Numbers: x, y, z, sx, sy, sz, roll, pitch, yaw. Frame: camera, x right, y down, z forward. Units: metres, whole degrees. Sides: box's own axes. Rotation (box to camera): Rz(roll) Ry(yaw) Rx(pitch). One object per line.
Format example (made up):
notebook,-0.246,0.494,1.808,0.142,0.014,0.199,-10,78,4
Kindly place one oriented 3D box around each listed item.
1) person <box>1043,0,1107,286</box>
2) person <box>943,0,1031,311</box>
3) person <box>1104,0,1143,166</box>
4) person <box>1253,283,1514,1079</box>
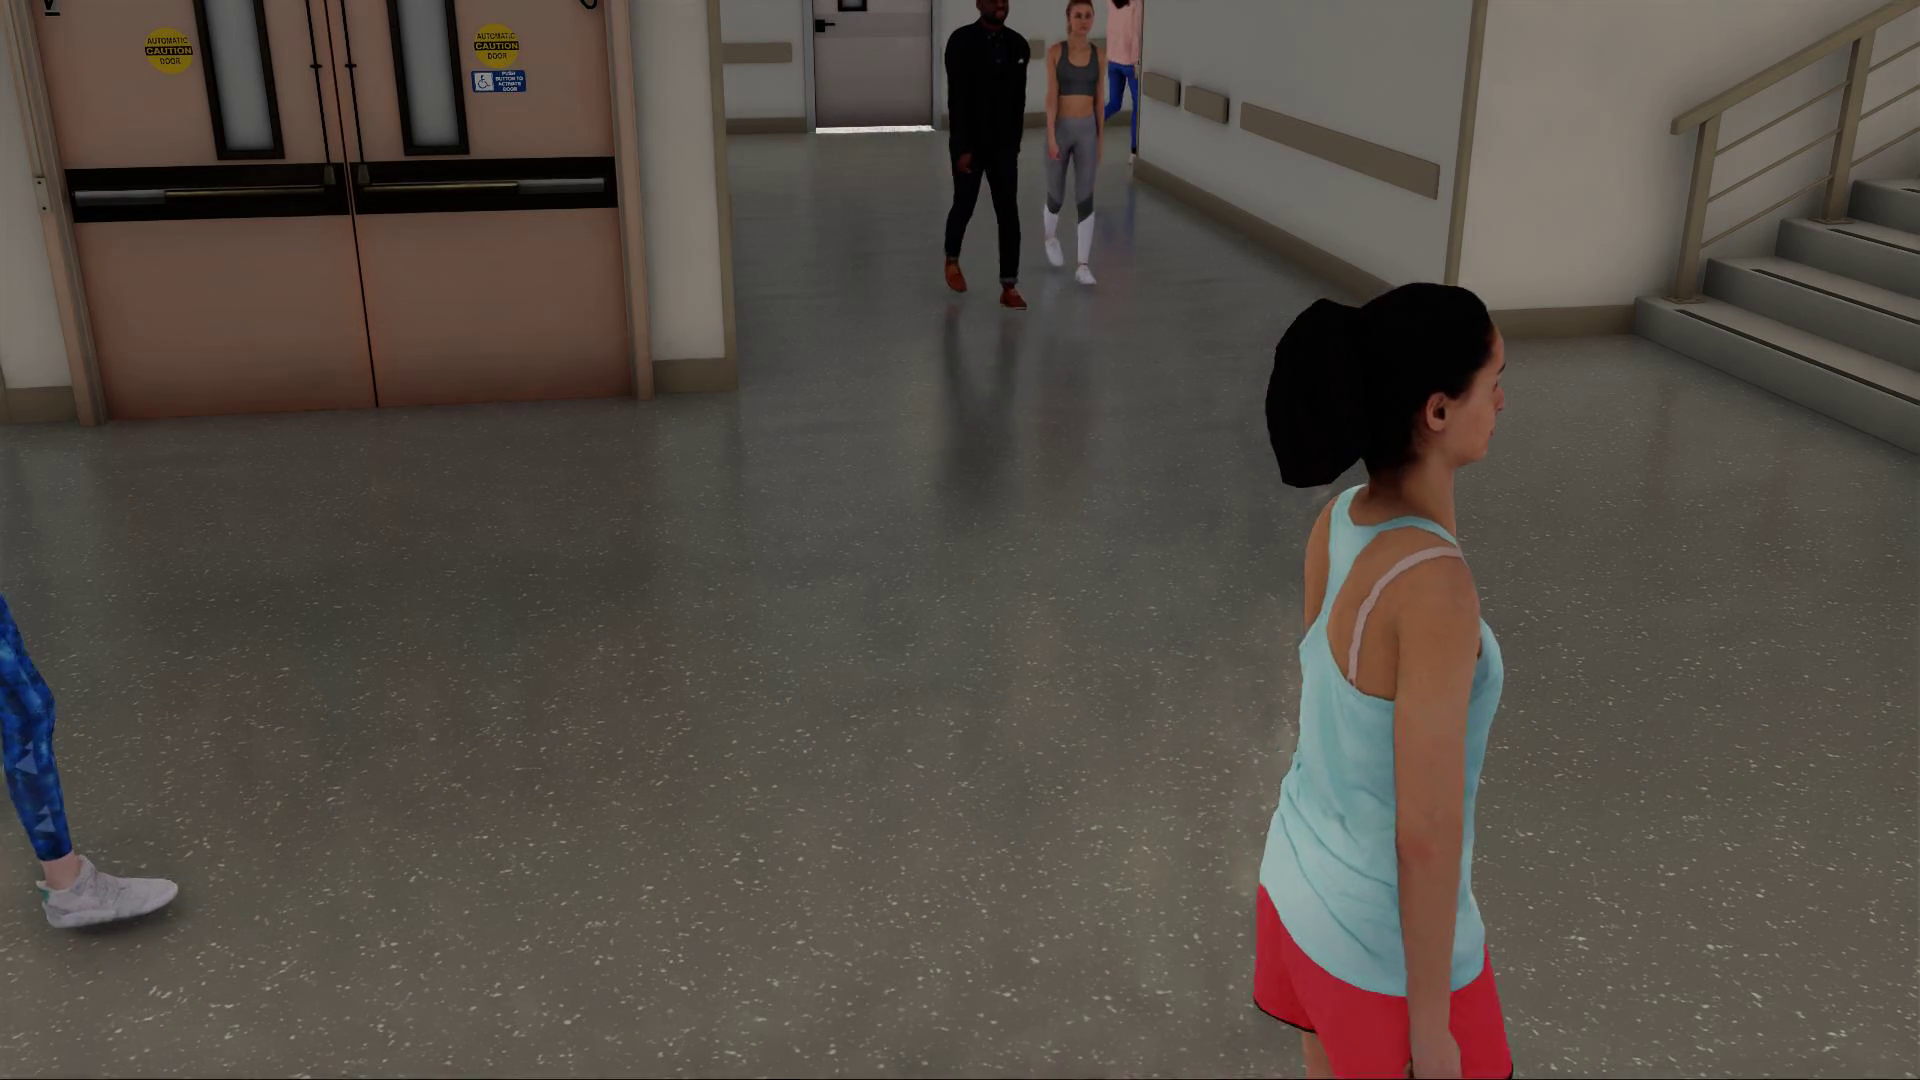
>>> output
person,0.652,-2.431,10.187,1.012,1.672,0.629,-2,21,-7
person,0.096,-2.237,9.523,1.181,1.779,0.886,-7,22,-19
person,1.390,-4.165,14.664,1.155,1.744,0.943,-15,25,-34
person,0.477,0.537,2.225,0.692,1.761,0.605,-3,21,-7
